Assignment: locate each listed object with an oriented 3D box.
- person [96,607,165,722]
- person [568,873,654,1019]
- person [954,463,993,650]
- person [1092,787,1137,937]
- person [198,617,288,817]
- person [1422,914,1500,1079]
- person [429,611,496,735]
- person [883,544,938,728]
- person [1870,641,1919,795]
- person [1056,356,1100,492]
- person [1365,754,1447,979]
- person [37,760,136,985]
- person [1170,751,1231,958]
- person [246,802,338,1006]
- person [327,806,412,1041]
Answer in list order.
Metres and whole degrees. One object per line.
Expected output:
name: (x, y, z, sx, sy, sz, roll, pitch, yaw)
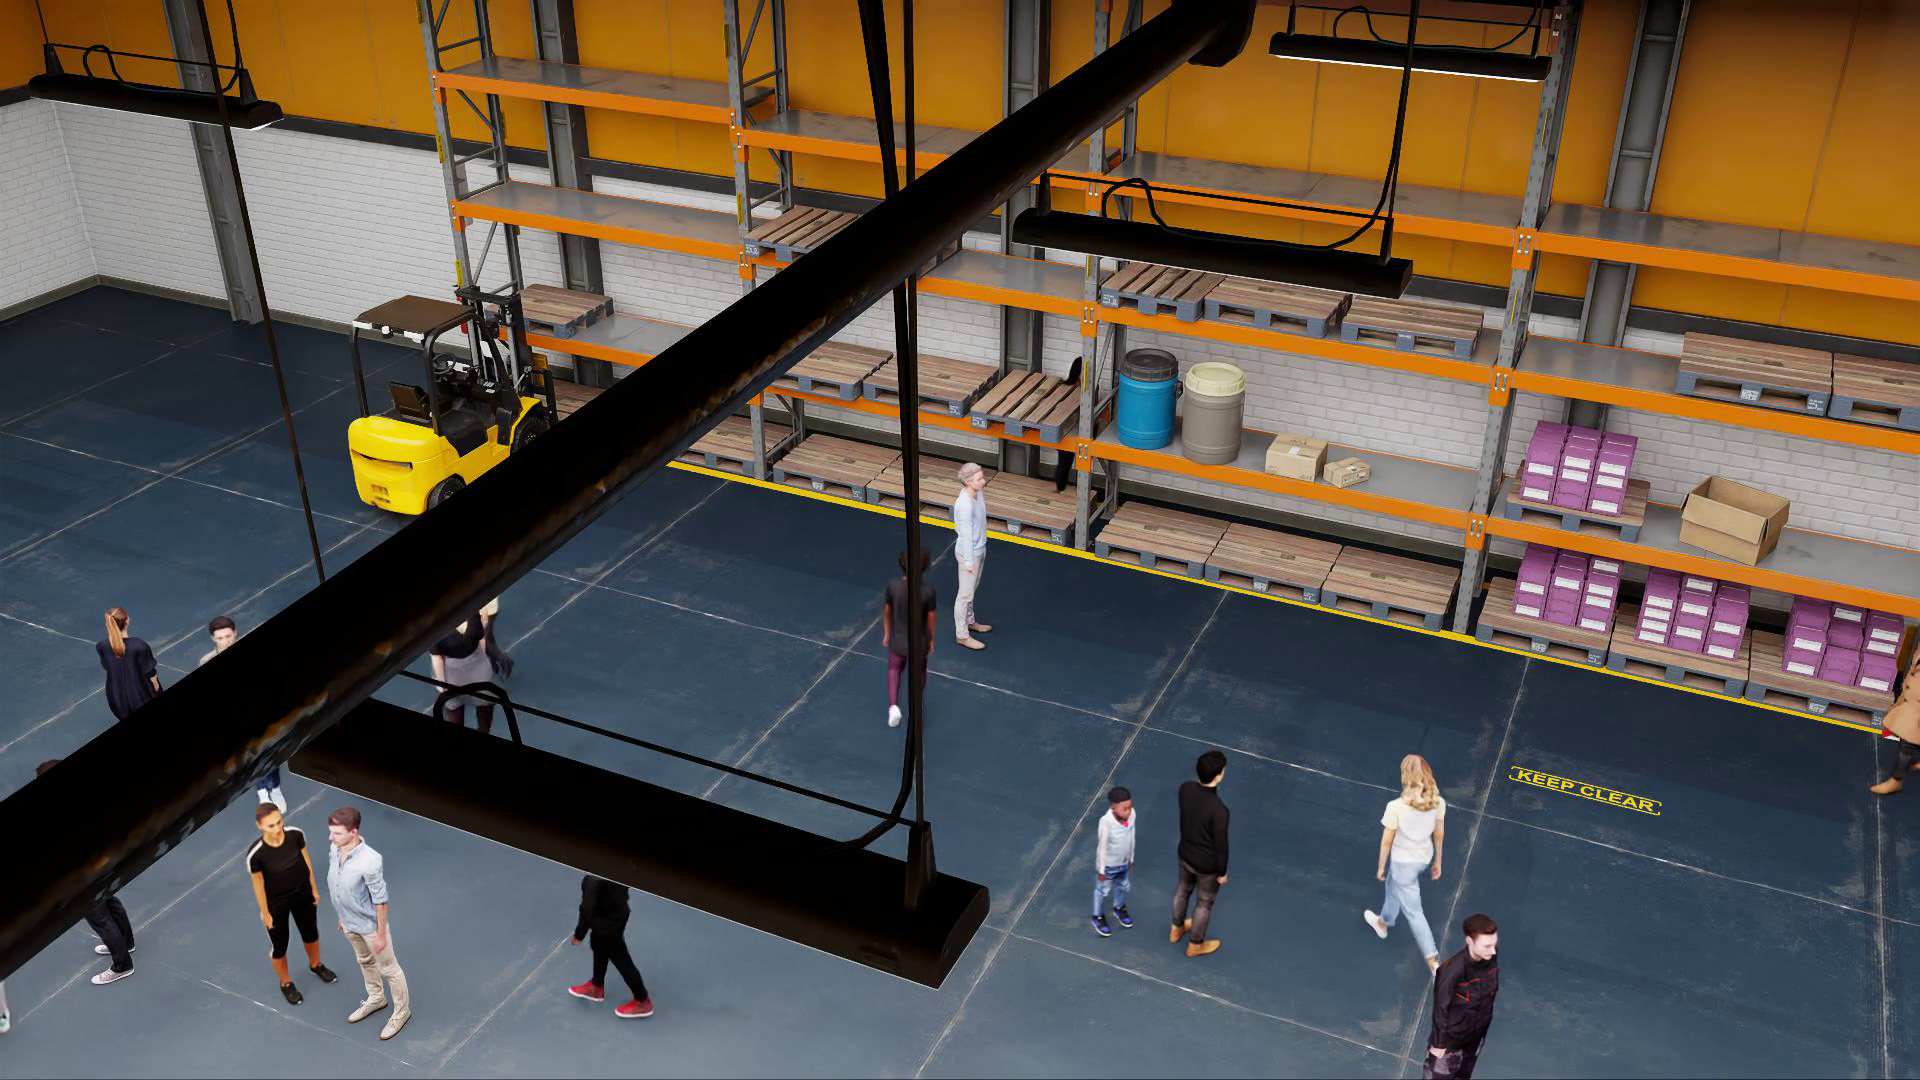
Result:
person: (-6.897, 1.306, 13.905, 0.638, 1.682, 0.770, 1, 29, 1)
person: (-2.338, 2.640, 11.494, 0.958, 1.649, 0.774, 2, 29, 4)
person: (0.101, 0.118, 15.862, 0.637, 1.894, 0.706, 7, 29, 13)
person: (1.157, 2.359, 12.417, 0.566, 1.257, 0.615, -14, 32, -24)
person: (-5.834, 1.387, 13.576, 0.837, 1.855, 0.880, -12, 31, -21)
person: (3.122, 3.086, 10.402, 0.771, 1.911, 0.744, -21, 35, -33)
person: (-4.317, 1.081, 14.259, 0.798, 1.739, 0.833, -17, 33, -28)
person: (-0.447, 0.886, 14.593, 0.880, 1.760, 0.857, 1, 29, 3)
person: (8.050, 1.353, 13.789, 1.014, 1.711, 0.899, -1, 29, -1)
person: (1.296, -1.197, 18.355, 0.771, 1.815, 0.829, -10, 30, -18)
person: (3.296, 2.392, 11.925, 1.141, 1.671, 1.205, -10, 30, -17)
person: (-6.217, 2.328, 11.852, 0.782, 1.853, 0.739, -8, 30, -14)
person: (1.751, 2.270, 12.098, 0.766, 1.719, 0.635, -18, 33, -29)
person: (-4.747, 2.514, 11.707, 0.606, 1.666, 0.632, 23, 36, 36)
person: (-4.071, 2.586, 11.386, 0.533, 1.848, 0.731, 17, 33, 28)
